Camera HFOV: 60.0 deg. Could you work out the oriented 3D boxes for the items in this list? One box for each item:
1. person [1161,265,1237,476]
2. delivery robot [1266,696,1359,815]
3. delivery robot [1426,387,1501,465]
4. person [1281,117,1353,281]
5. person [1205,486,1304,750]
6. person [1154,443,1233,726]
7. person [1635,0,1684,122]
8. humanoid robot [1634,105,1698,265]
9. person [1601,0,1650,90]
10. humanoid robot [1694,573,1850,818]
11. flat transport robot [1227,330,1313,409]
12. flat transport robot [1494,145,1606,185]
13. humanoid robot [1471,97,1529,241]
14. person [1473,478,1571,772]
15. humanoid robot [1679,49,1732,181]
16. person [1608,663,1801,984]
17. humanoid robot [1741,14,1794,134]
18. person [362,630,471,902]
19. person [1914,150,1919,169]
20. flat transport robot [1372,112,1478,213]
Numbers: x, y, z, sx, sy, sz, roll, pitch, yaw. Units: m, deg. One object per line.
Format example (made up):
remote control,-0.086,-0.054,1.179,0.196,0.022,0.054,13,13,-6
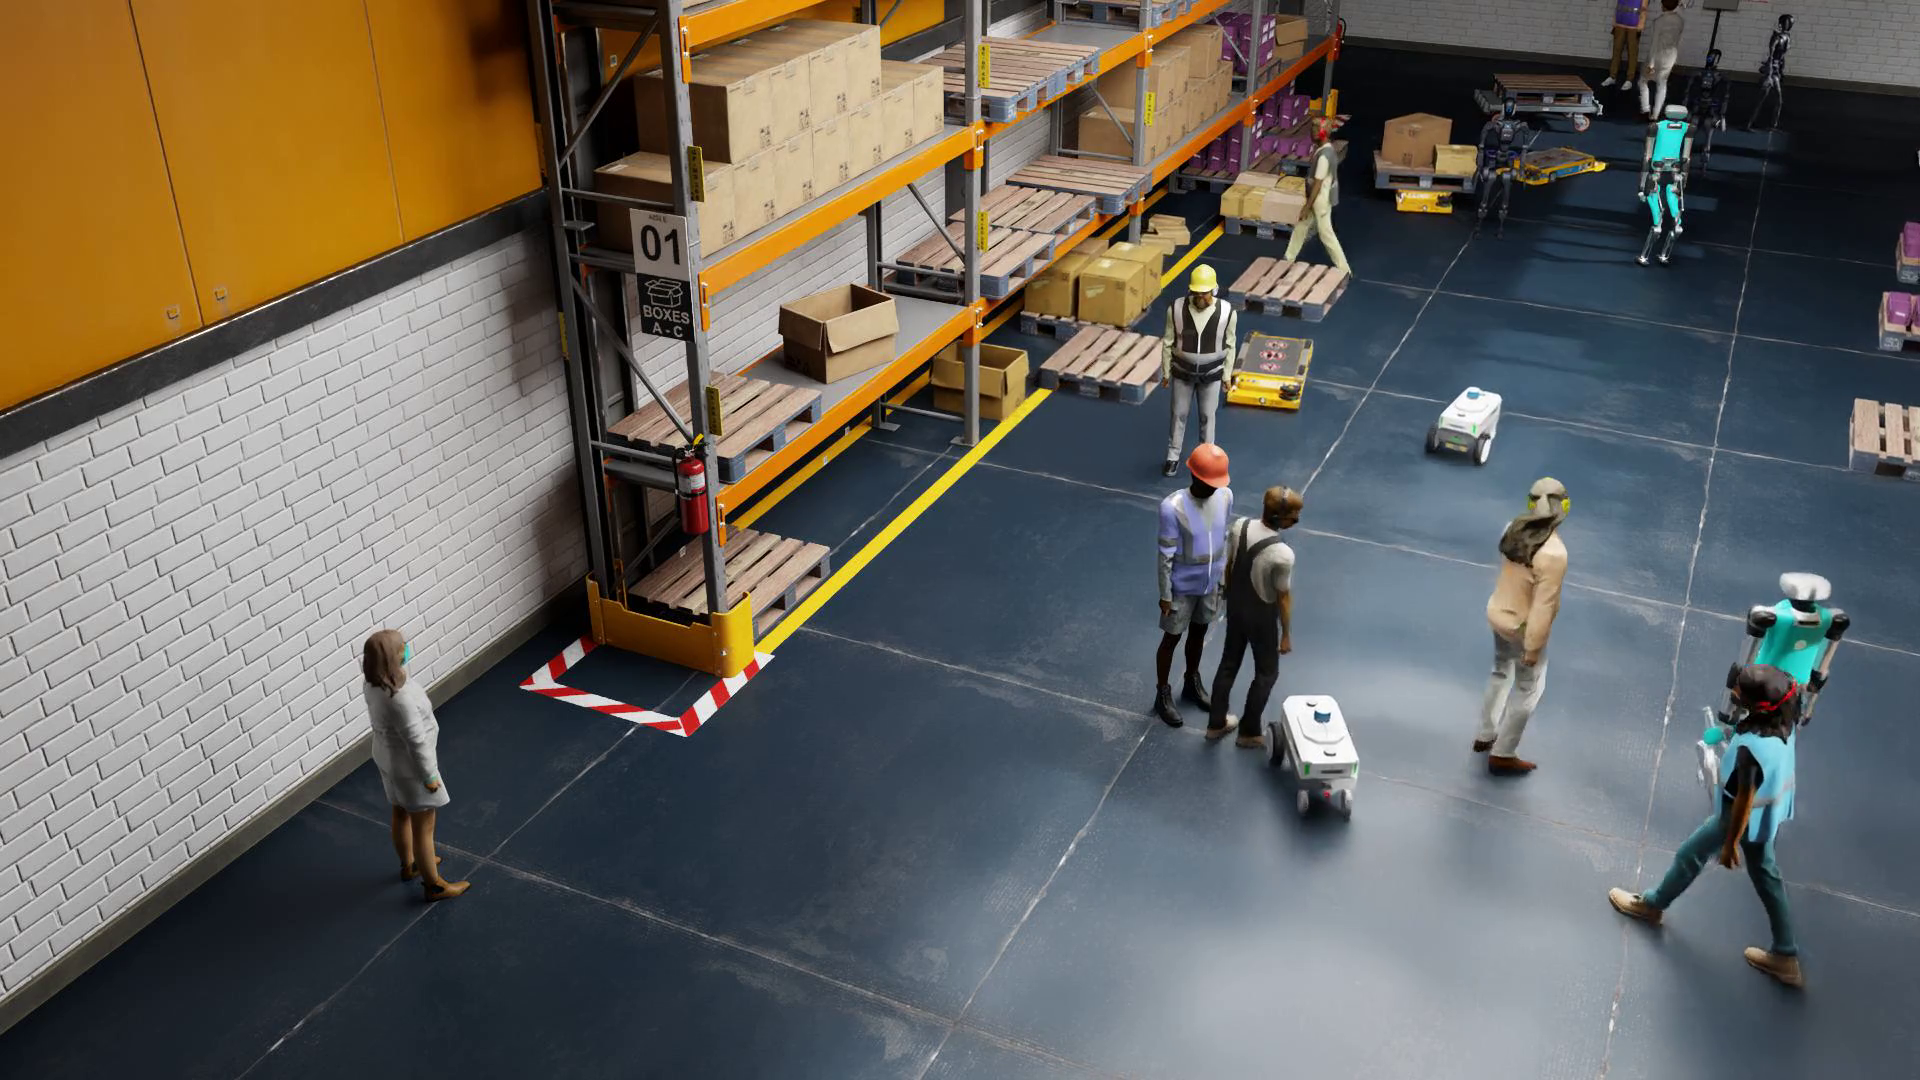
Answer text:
person,1.943,-1.379,13.637,0.599,1.830,0.404,4,29,7
delivery robot,2.170,1.263,10.094,0.499,0.603,0.803,0,28,-1
delivery robot,4.370,-1.005,14.308,0.499,0.612,0.813,17,33,29
person,3.843,-3.628,17.844,0.954,1.799,0.587,3,28,5
person,1.784,0.485,10.199,0.397,1.814,0.558,-18,33,-30
person,1.485,0.267,10.487,0.541,1.928,0.366,-16,32,-27
person,10.058,-6.902,23.906,0.507,1.817,0.429,-5,29,-10
humanoid robot,7.759,-3.847,18.215,0.530,1.692,0.747,1,28,2
person,10.387,-7.992,25.811,0.444,1.923,0.534,-19,34,-31
humanoid robot,4.539,0.889,9.605,0.559,1.855,0.833,0,28,0
flat transport robot,2.949,-1.617,15.726,0.659,0.231,1.431,8,29,14
flat transport robot,7.754,-4.919,21.849,1.431,0.231,0.659,-17,33,-29
humanoid robot,6.236,-4.283,19.180,0.612,1.652,0.311,4,29,7
person,3.430,0.498,10.144,0.441,1.844,0.603,-9,30,-15
humanoid robot,9.574,-5.478,21.399,0.613,1.652,0.307,21,35,33
person,4.019,1.397,8.520,0.553,1.808,1.022,-23,36,-36
humanoid robot,11.456,-6.530,23.355,0.571,1.643,0.601,25,37,38
person,-2.974,1.211,9.016,0.337,1.660,0.483,-24,37,-37
person,12.810,-5.680,21.556,0.710,1.885,0.647,-5,29,-10
flat transport robot,5.800,-4.409,20.904,0.659,0.231,1.431,5,29,9
